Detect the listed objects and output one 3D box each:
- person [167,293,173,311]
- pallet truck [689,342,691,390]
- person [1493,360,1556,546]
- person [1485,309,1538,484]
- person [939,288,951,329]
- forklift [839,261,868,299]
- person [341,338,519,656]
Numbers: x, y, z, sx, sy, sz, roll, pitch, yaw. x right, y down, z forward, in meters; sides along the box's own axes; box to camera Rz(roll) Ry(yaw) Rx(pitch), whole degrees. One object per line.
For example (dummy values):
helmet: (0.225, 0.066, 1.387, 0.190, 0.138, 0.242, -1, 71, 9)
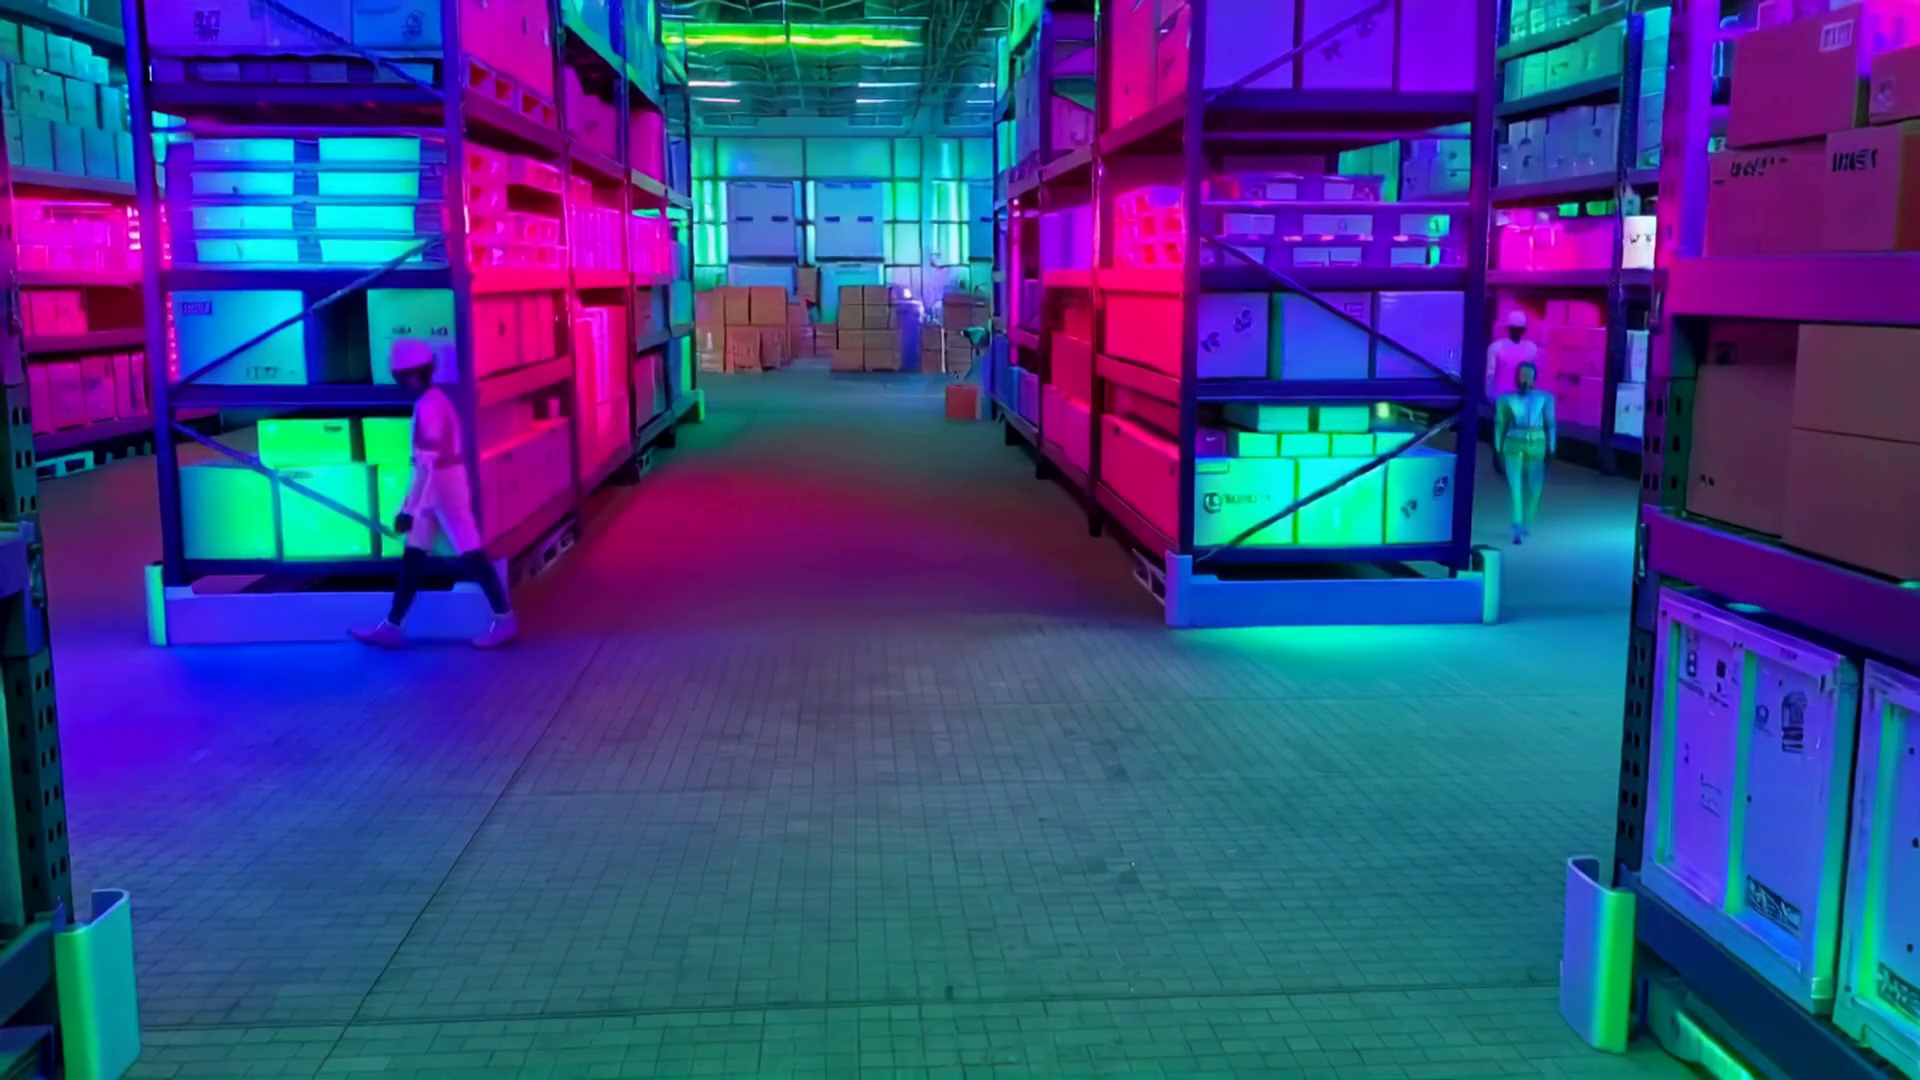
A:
person: (-29.664, -8.595, 62.636, 0.405, 1.982, 0.618, -3, 10, -19)
pallet truck: (-5.225, -3.008, 27.480, 1.885, 1.965, 0.823, 2, 9, 14)
person: (4.953, -0.779, 14.651, 0.526, 1.620, 0.554, 2, 9, 10)
person: (6.229, -1.597, 18.709, 0.641, 1.960, 0.823, 0, 9, -2)
person: (-0.492, -7.386, 55.217, 0.461, 1.917, 0.651, -2, 9, -12)
forklift: (-3.639, -8.143, 56.963, 1.129, 2.768, 1.873, 3, 10, 20)
person: (-3.265, -0.252, 10.261, 1.074, 1.974, 0.640, -5, 10, -27)
